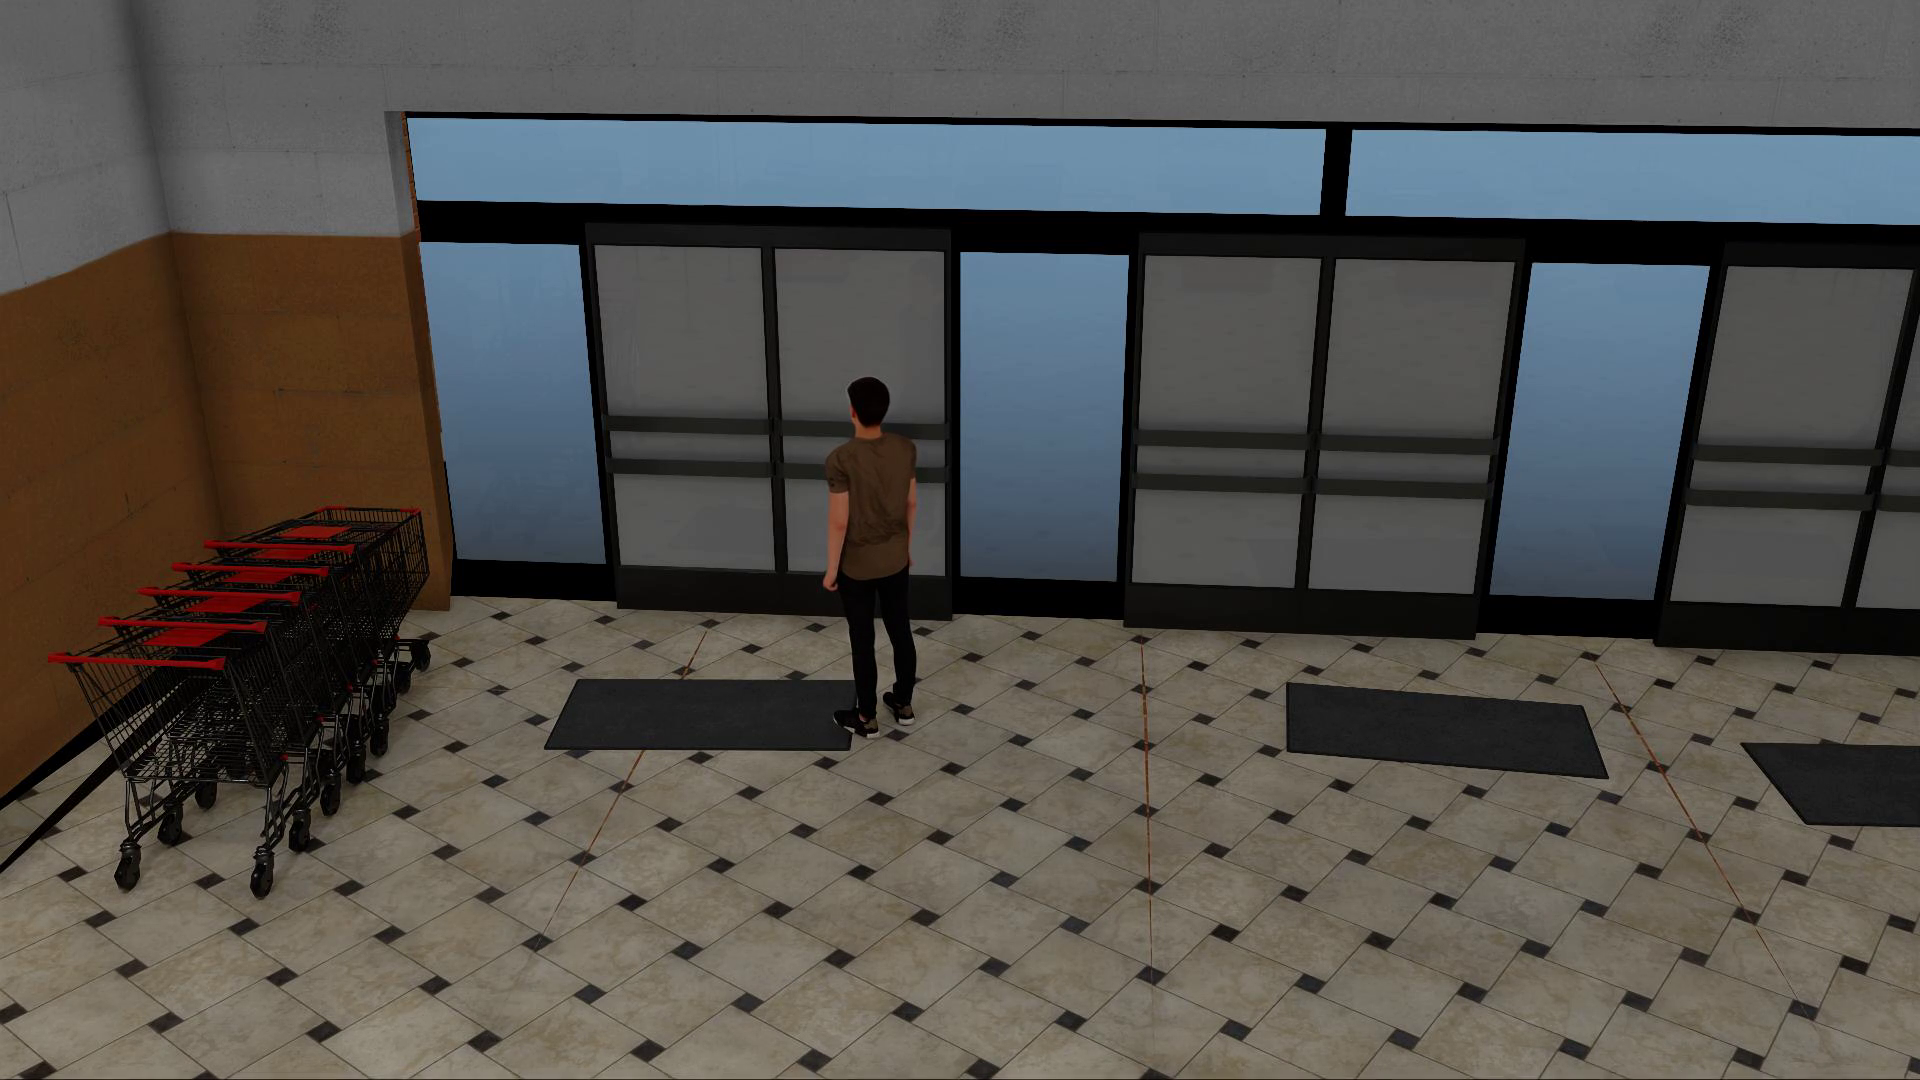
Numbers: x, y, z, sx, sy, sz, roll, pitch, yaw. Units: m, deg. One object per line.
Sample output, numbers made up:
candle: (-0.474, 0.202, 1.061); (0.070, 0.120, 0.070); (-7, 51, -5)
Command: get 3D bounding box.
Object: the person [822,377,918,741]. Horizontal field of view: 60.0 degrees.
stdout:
person: (-0.425, 0.089, 8.212); (0.745, 1.851, 0.785); (-15, 26, -32)
